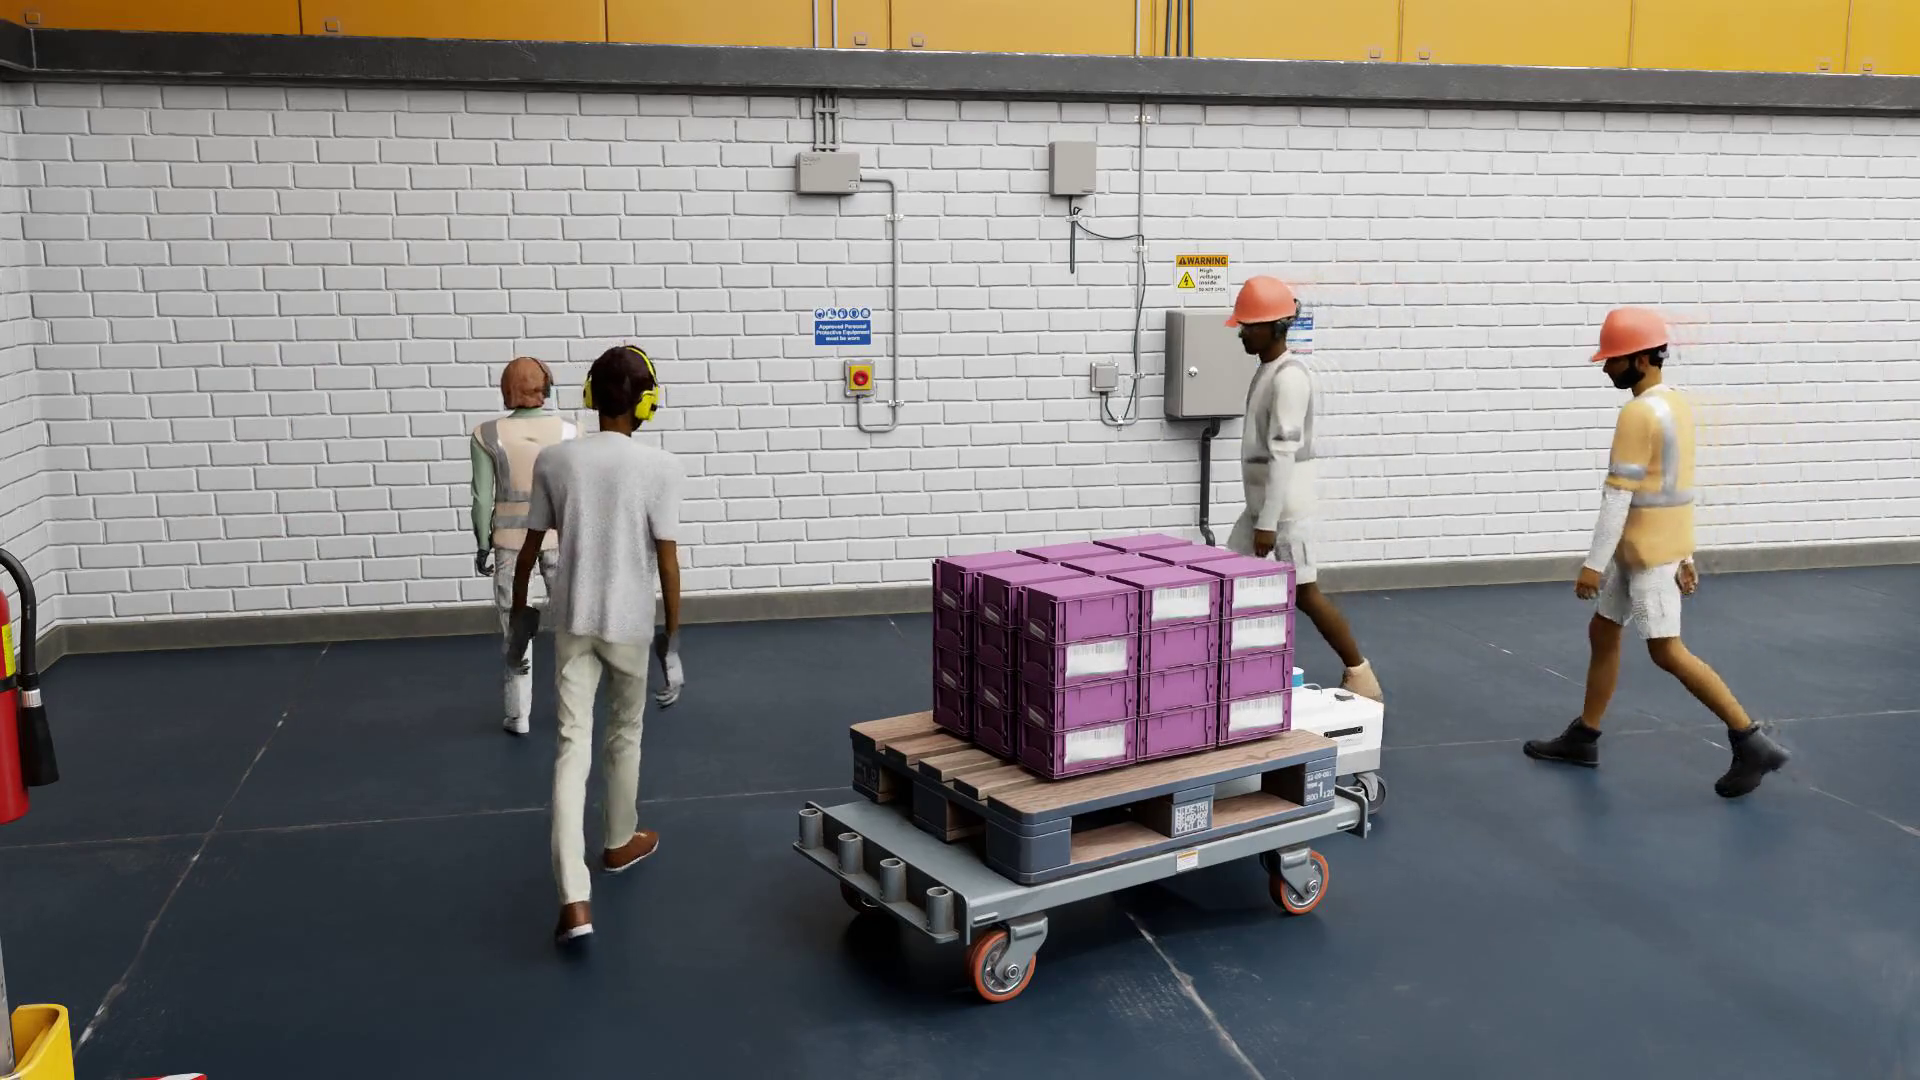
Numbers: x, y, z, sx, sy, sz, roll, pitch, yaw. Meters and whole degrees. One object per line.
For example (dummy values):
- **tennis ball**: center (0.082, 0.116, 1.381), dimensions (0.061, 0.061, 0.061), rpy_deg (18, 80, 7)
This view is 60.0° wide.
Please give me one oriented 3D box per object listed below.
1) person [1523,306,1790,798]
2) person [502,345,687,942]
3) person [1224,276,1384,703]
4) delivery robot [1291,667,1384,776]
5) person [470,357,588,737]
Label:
- **person**: center (2.765, 0.041, 6.464), dimensions (0.953, 1.893, 0.562), rpy_deg (7, 12, 34)
- **person**: center (-1.164, 0.304, 5.240), dimensions (0.628, 1.813, 0.990), rpy_deg (0, 10, 2)
- **person**: center (1.439, -0.180, 7.416), dimensions (1.022, 1.989, 0.615), rpy_deg (0, 10, -2)
- **delivery robot**: center (1.212, 0.712, 6.143), dimensions (0.707, 0.478, 0.477), rpy_deg (-5, 11, -27)
- **person**: center (-1.830, 0.033, 7.168), dimensions (0.518, 1.636, 0.312), rpy_deg (-4, 11, -19)
